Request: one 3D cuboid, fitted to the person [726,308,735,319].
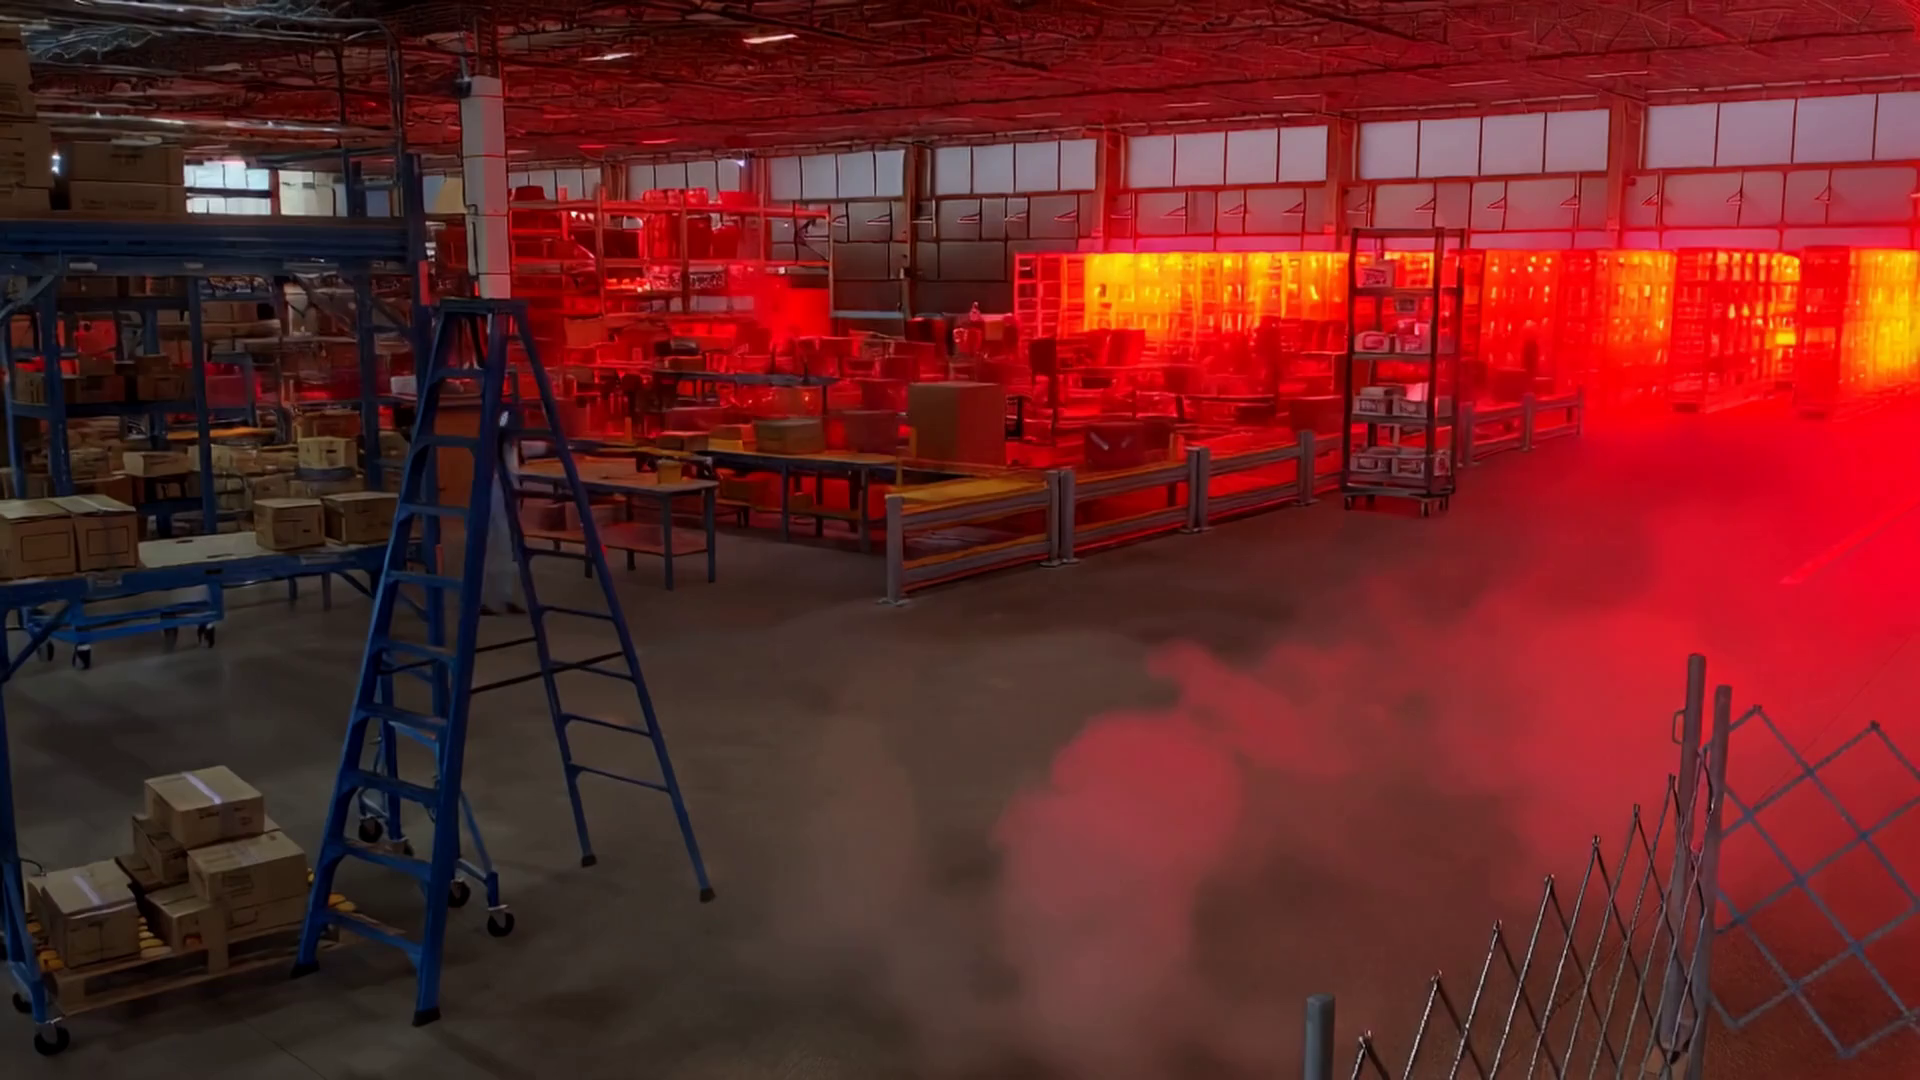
[{"bbox_3d":[-7.504,-6.664,54.684,0.604,1.893,1.012,6,11,35],"label":"person"}]

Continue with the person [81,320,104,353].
[{"bbox_3d":[-21.255,-4.430,40.705,0.639,1.911,0.402,4,10,22],"label":"person"}]

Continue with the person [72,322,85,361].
[{"bbox_3d":[-25.232,-5.438,47.847,0.499,1.635,0.287,-8,12,-40],"label":"person"}]

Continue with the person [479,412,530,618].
[{"bbox_3d":[-4.040,-0.212,14.638,0.820,1.824,0.537,1,9,9],"label":"person"}]

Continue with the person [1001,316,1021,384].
[{"bbox_3d":[1.365,-5.273,46.063,0.650,1.876,0.867,-7,11,-36],"label":"person"}]

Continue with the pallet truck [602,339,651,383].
[{"bbox_3d":[-8.991,-4.871,45.351,0.653,1.274,1.630,7,11,37],"label":"pallet truck"}]

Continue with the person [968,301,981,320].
[{"bbox_3d":[0.611,-8.703,67.284,0.548,1.937,0.379,-2,9,-12],"label":"person"}]

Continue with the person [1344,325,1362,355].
[{"bbox_3d":[9.485,-4.329,40.423,0.867,1.800,0.595,8,12,40],"label":"person"}]

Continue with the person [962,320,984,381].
[{"bbox_3d":[0.411,-5.043,44.890,0.764,1.788,0.660,6,11,31],"label":"person"}]

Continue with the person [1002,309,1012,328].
[{"bbox_3d":[1.800,-7.734,61.877,0.485,1.735,0.343,-1,9,-9],"label":"person"}]

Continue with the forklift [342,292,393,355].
[{"bbox_3d":[-16.485,-5.622,45.120,1.129,2.768,1.873,7,11,37],"label":"forklift"}]

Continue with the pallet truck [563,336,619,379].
[{"bbox_3d":[-10.690,-5.294,48.215,1.601,1.201,0.680,-5,10,-26],"label":"pallet truck"}]

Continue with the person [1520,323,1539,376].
[{"bbox_3d":[12.341,-3.678,35.857,0.628,1.971,0.830,-8,12,-42],"label":"person"}]

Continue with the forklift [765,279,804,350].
[{"bbox_3d":[-6.830,-8.360,62.207,1.129,2.768,1.873,7,11,37],"label":"forklift"}]

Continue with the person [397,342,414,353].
[{"bbox_3d":[-15.707,-5.339,47.175,0.869,1.651,0.538,5,11,30],"label":"person"}]

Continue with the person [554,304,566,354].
[{"bbox_3d":[-14.912,-7.868,62.193,0.666,1.892,0.597,5,10,28],"label":"person"}]

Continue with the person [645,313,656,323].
[{"bbox_3d":[-9.702,-6.237,52.381,0.440,1.789,0.679,0,9,2],"label":"person"}]
